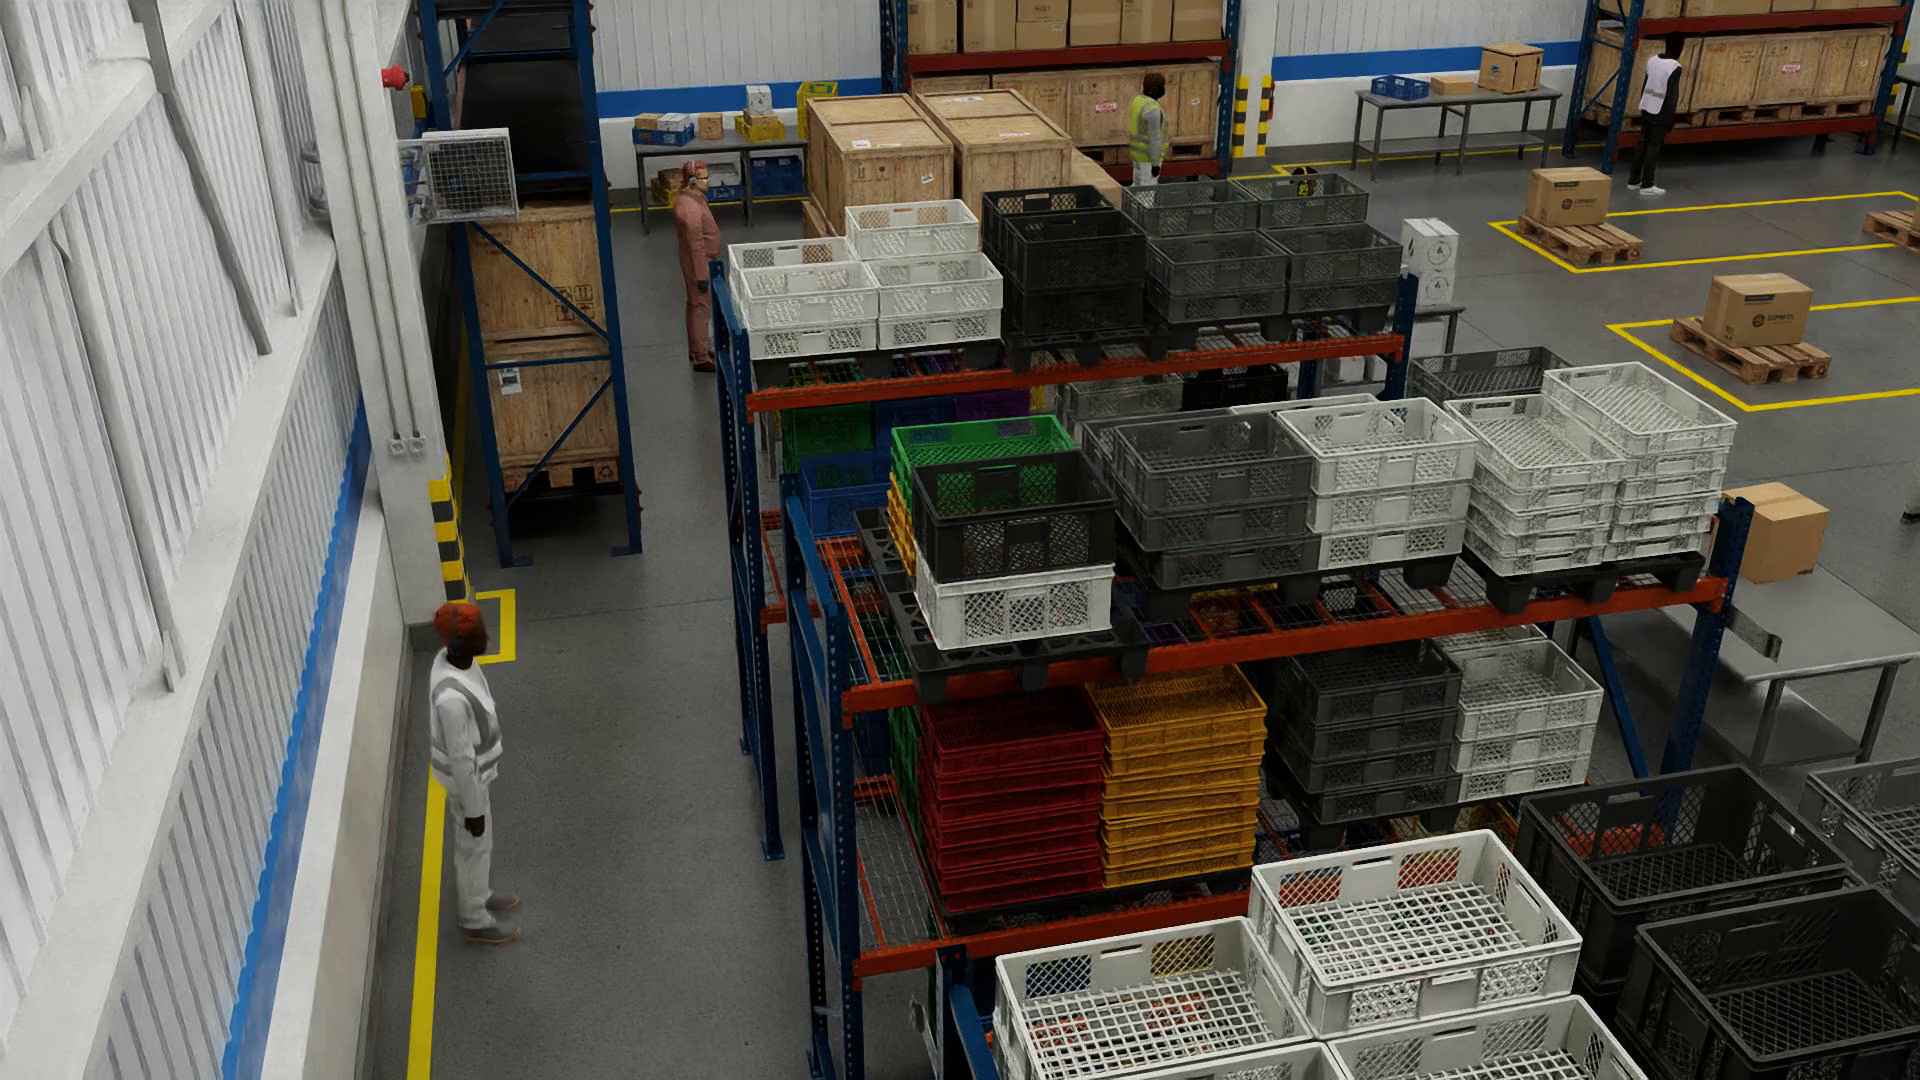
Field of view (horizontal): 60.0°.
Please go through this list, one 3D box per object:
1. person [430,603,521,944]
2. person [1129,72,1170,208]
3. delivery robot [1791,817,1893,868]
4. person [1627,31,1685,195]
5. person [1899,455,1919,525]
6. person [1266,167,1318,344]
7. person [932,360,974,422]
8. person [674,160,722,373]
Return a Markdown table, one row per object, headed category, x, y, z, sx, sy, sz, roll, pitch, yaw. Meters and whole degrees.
| category | x | y | z | sx | sy | sz | roll | pitch | yaw |
| --- | --- | --- | --- | --- | --- | --- | --- | --- | --- |
| person | -2.394 | 1.146 | 8.157 | 0.400 | 1.866 | 0.595 | -7 | 29 | -13 |
| person | 2.086 | -4.228 | 18.366 | 0.429 | 1.841 | 0.633 | -6 | 28 | -12 |
| delivery robot | 4.523 | 1.697 | 8.398 | 0.477 | 0.478 | 0.707 | -6 | 28 | -12 |
| person | 8.391 | -5.144 | 20.024 | 0.373 | 1.914 | 0.596 | -6 | 28 | -12 |
| person | 7.264 | -0.889 | 12.045 | 0.404 | 1.827 | 0.600 | -6 | 28 | -12 |
| person | 2.978 | -2.419 | 14.912 | 0.310 | 1.863 | 0.533 | -6 | 28 | -12 |
| person | -0.063 | -0.252 | 10.721 | 0.356 | 1.936 | 0.635 | -6 | 28 | -12 |
| person | -2.329 | -2.470 | 14.963 | 0.403 | 1.906 | 0.651 | -6 | 28 | -12 |
